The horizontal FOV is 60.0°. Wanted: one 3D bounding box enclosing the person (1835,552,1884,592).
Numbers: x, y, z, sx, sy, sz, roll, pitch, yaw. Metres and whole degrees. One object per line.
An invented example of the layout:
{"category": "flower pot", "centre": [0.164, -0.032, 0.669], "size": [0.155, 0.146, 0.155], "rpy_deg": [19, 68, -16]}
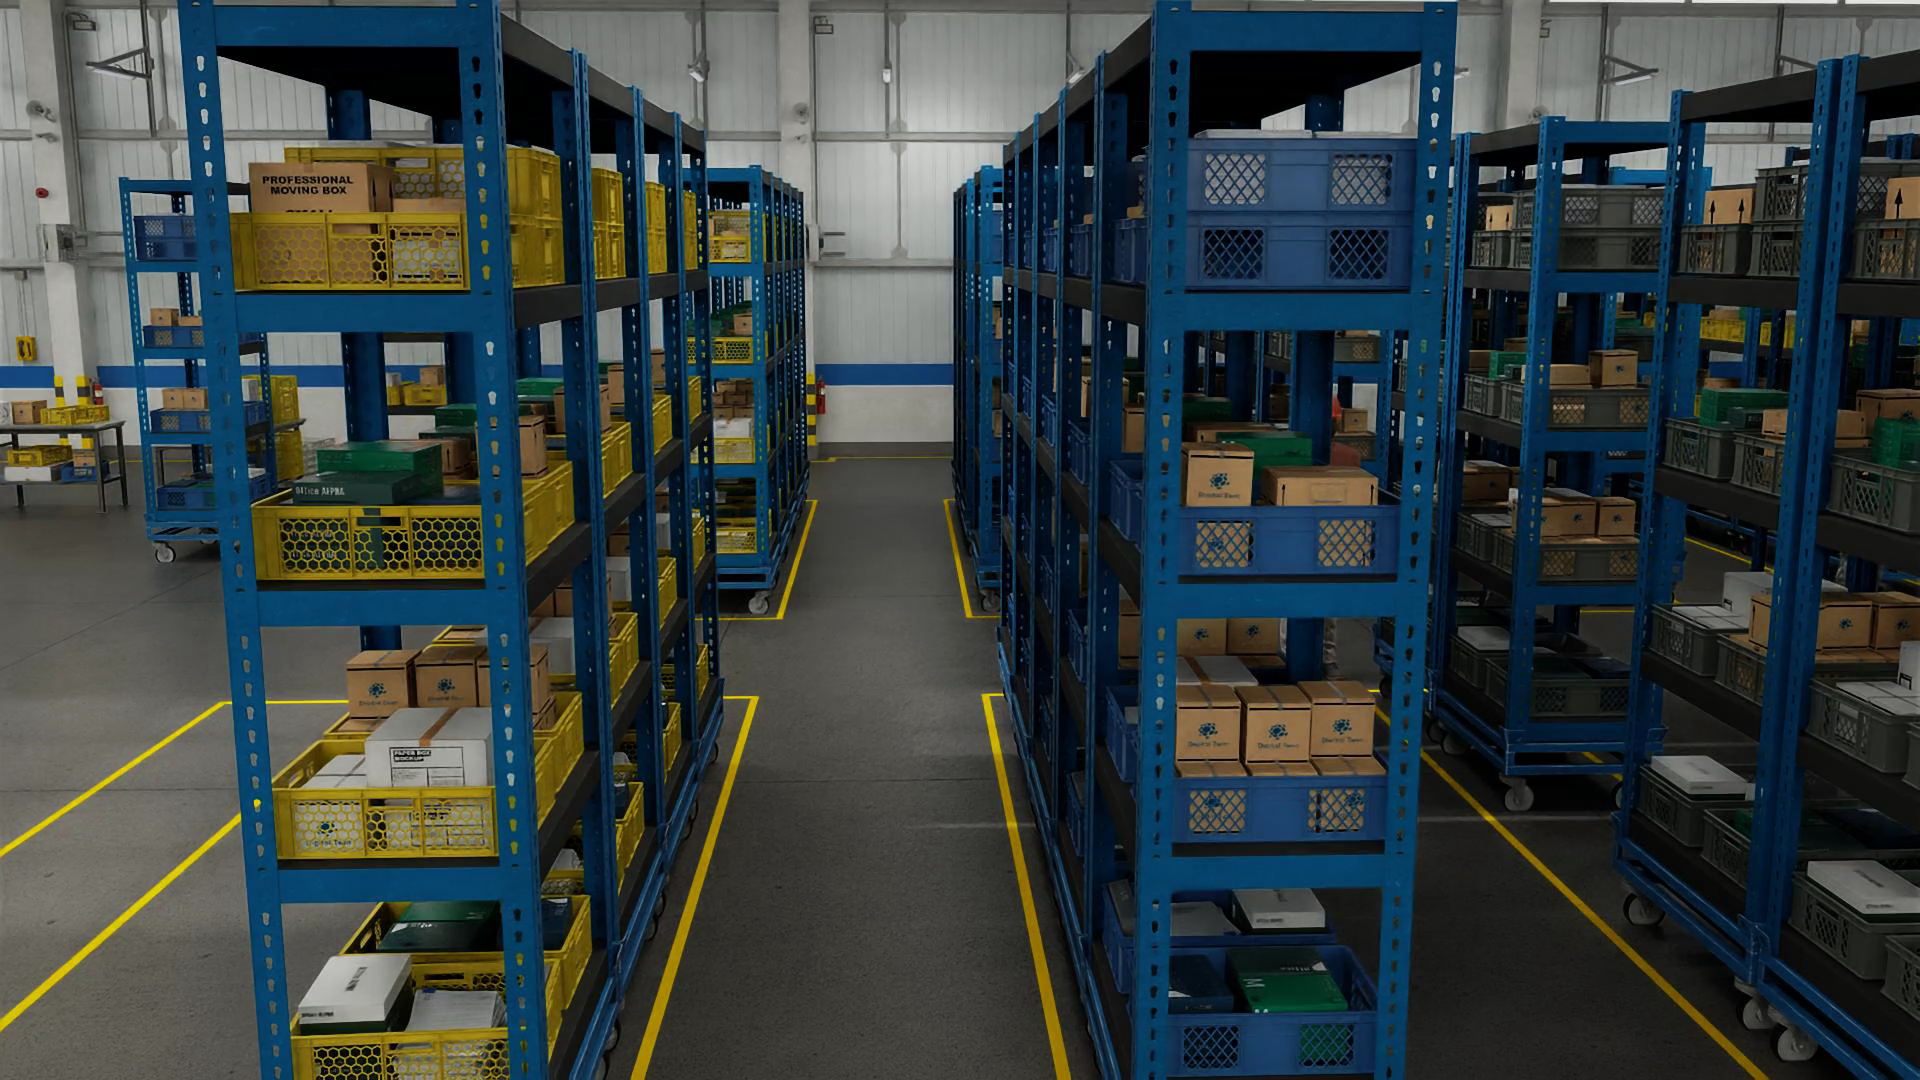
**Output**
{"category": "person", "centre": [6.703, -0.084, 12.251], "size": [0.586, 1.833, 0.403], "rpy_deg": [-4, 11, -23]}

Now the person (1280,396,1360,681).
{"category": "person", "centre": [2.437, -0.011, 11.366], "size": [0.611, 1.997, 0.375], "rpy_deg": [-2, 10, -10]}
